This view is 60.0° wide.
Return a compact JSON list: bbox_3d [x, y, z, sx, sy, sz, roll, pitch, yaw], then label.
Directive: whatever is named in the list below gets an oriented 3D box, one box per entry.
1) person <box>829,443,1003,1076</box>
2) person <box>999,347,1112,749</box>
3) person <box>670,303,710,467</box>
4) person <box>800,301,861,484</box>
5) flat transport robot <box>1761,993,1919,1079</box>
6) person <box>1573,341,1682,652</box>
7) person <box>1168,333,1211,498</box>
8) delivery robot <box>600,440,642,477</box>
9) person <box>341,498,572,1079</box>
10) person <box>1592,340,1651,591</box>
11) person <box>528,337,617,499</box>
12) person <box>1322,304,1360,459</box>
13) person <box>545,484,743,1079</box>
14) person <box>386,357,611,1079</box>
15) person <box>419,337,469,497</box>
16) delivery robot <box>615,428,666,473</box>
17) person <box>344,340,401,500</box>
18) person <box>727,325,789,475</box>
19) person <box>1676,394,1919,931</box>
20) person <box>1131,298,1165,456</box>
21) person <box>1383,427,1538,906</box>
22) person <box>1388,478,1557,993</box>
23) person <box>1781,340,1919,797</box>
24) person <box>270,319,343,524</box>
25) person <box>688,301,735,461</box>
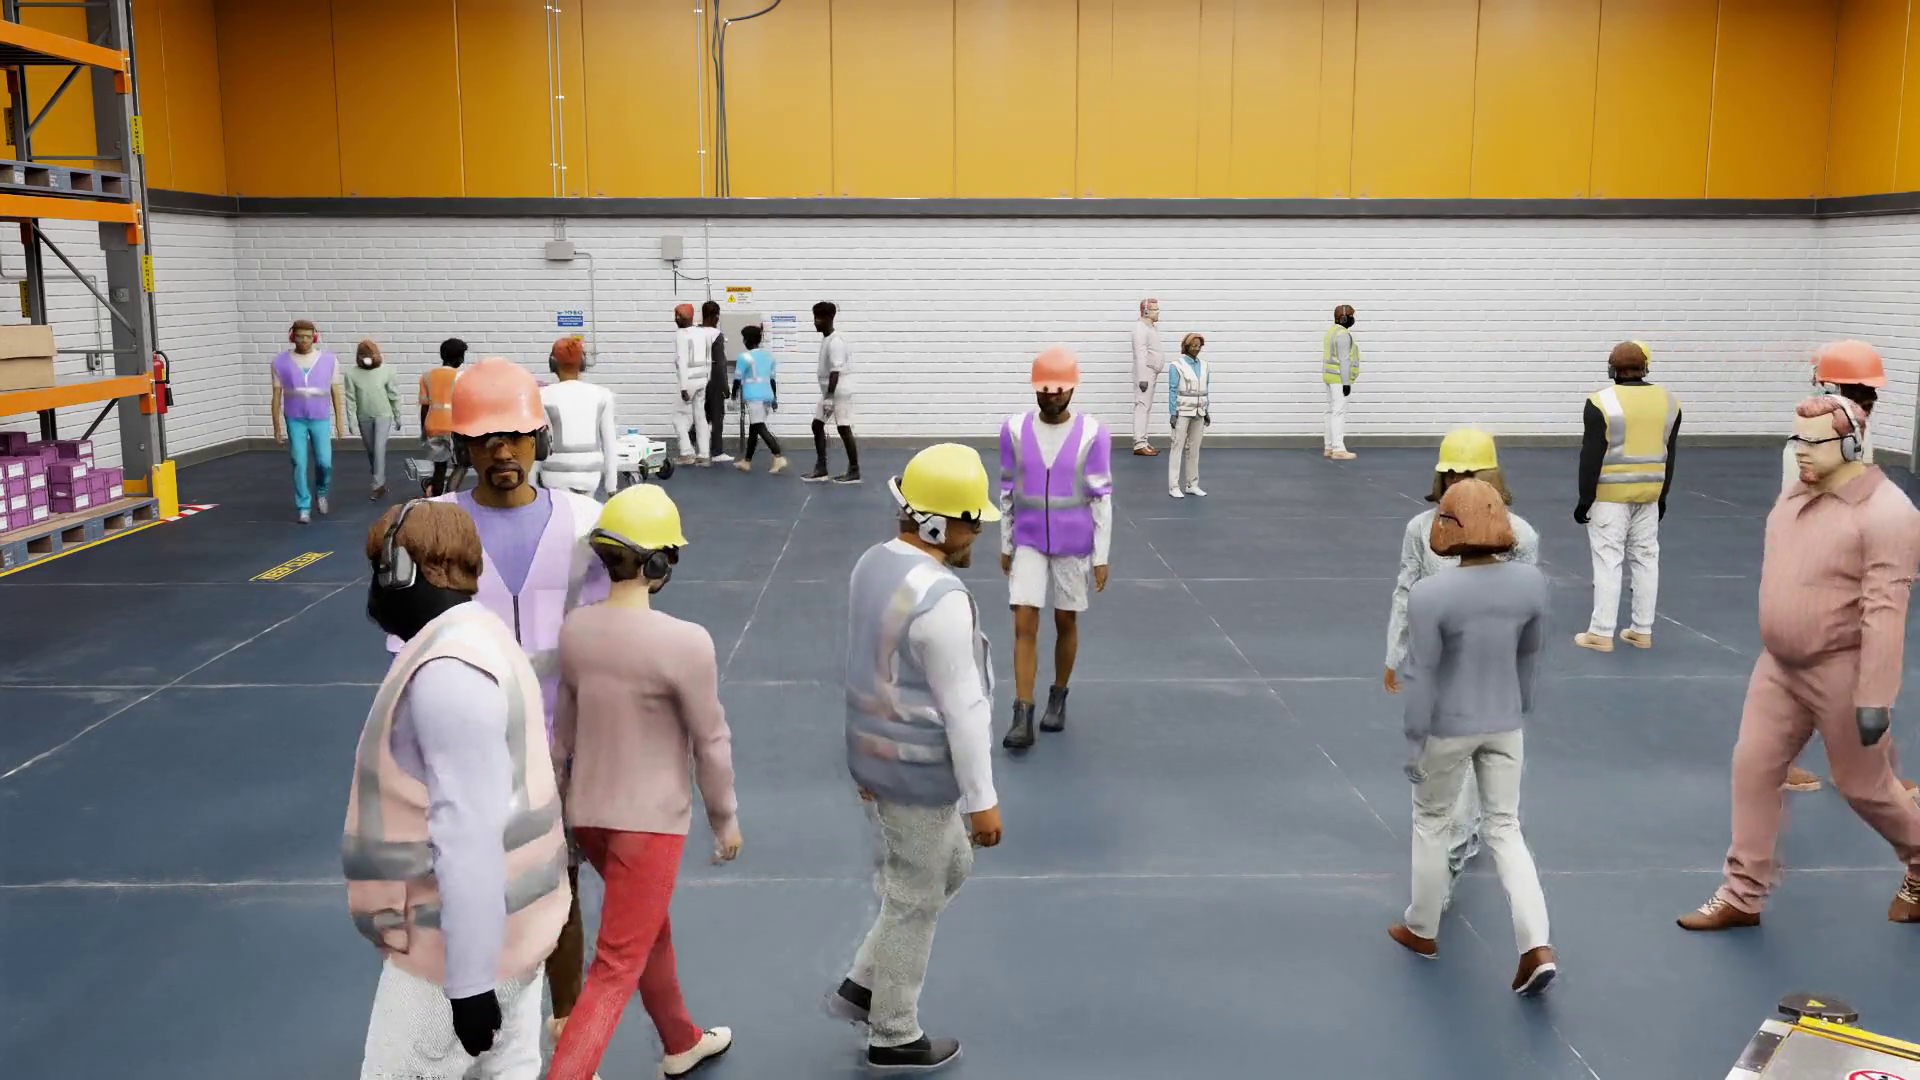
[{"bbox_3d":[-0.102,0.626,4.617,0.427,1.802,0.599,-3,10,-20],"label":"person"},{"bbox_3d":[0.429,0.045,7.867,0.558,1.892,0.897,2,9,11],"label":"person"},{"bbox_3d":[-3.108,-1.759,18.981,0.548,1.872,0.598,5,10,27],"label":"person"},{"bbox_3d":[-1.388,-1.537,17.442,0.755,1.932,0.623,-3,10,-18],"label":"person"},{"bbox_3d":[2.179,1.487,4.010,0.652,0.197,1.431,7,12,37],"label":"flat transport robot"},{"bbox_3d":[3.931,-0.254,9.889,0.624,1.841,0.430,-2,10,-14],"label":"person"},{"bbox_3d":[2.277,-1.236,16.526,0.522,1.636,0.310,-6,11,-34],"label":"person"},{"bbox_3d":[-3.656,-0.859,17.236,0.707,0.478,0.477,-2,9,-15],"label":"delivery robot"},{"bbox_3d":[-1.052,0.828,3.425,0.524,1.800,0.706,-1,9,-5],"label":"person"},{"bbox_3d":[4.706,-0.518,11.730,0.533,1.768,0.310,6,11,33],"label":"person"},{"bbox_3d":[-2.482,-0.374,10.640,0.587,1.840,0.965,-7,11,-36],"label":"person"},{"bbox_3d":[4.567,-1.897,19.954,0.430,1.845,0.624,0,9,-2],"label":"person"},{"bbox_3d":[-0.870,0.719,4.287,0.527,1.724,0.917,6,11,31],"label":"person"},{"bbox_3d":[-1.168,0.544,4.369,0.611,2.043,0.375,-4,10,-23],"label":"person"},{"bbox_3d":[-4.589,-0.958,14.729,0.561,1.656,0.584,3,10,19],"label":"person"},{"bbox_3d":[-3.504,-0.956,17.830,0.707,0.478,0.477,5,11,30],"label":"delivery robot"},{"bbox_3d":[-5.843,-1.220,16.622,0.502,1.574,0.860,-1,9,-9],"label":"person"},{"bbox_3d":[-2.205,-1.545,18.392,0.874,1.654,0.564,7,11,36],"label":"person"},{"bbox_3d":[2.993,0.429,5.648,0.946,1.863,0.645,-2,9,-13],"label":"person"},{"bbox_3d":[2.296,-1.987,20.300,0.406,1.911,0.638,2,10,14],"label":"person"},{"bbox_3d":[1.778,0.447,6.029,0.496,1.698,0.865,8,12,41],"label":"person"},{"bbox_3d":[1.638,0.617,5.278,0.505,1.635,0.600,-2,9,-12],"label":"person"},{"bbox_3d":[3.778,0.146,7.054,0.654,1.960,0.802,-7,11,-35],"label":"person"},{"bbox_3d":[-5.831,-1.061,14.858,0.593,1.822,0.443,-4,10,-24],"label":"person"},{"bbox_3d":[-2.954,-1.851,19.500,0.543,1.895,0.591,-9,13,-43],"label":"person"}]
